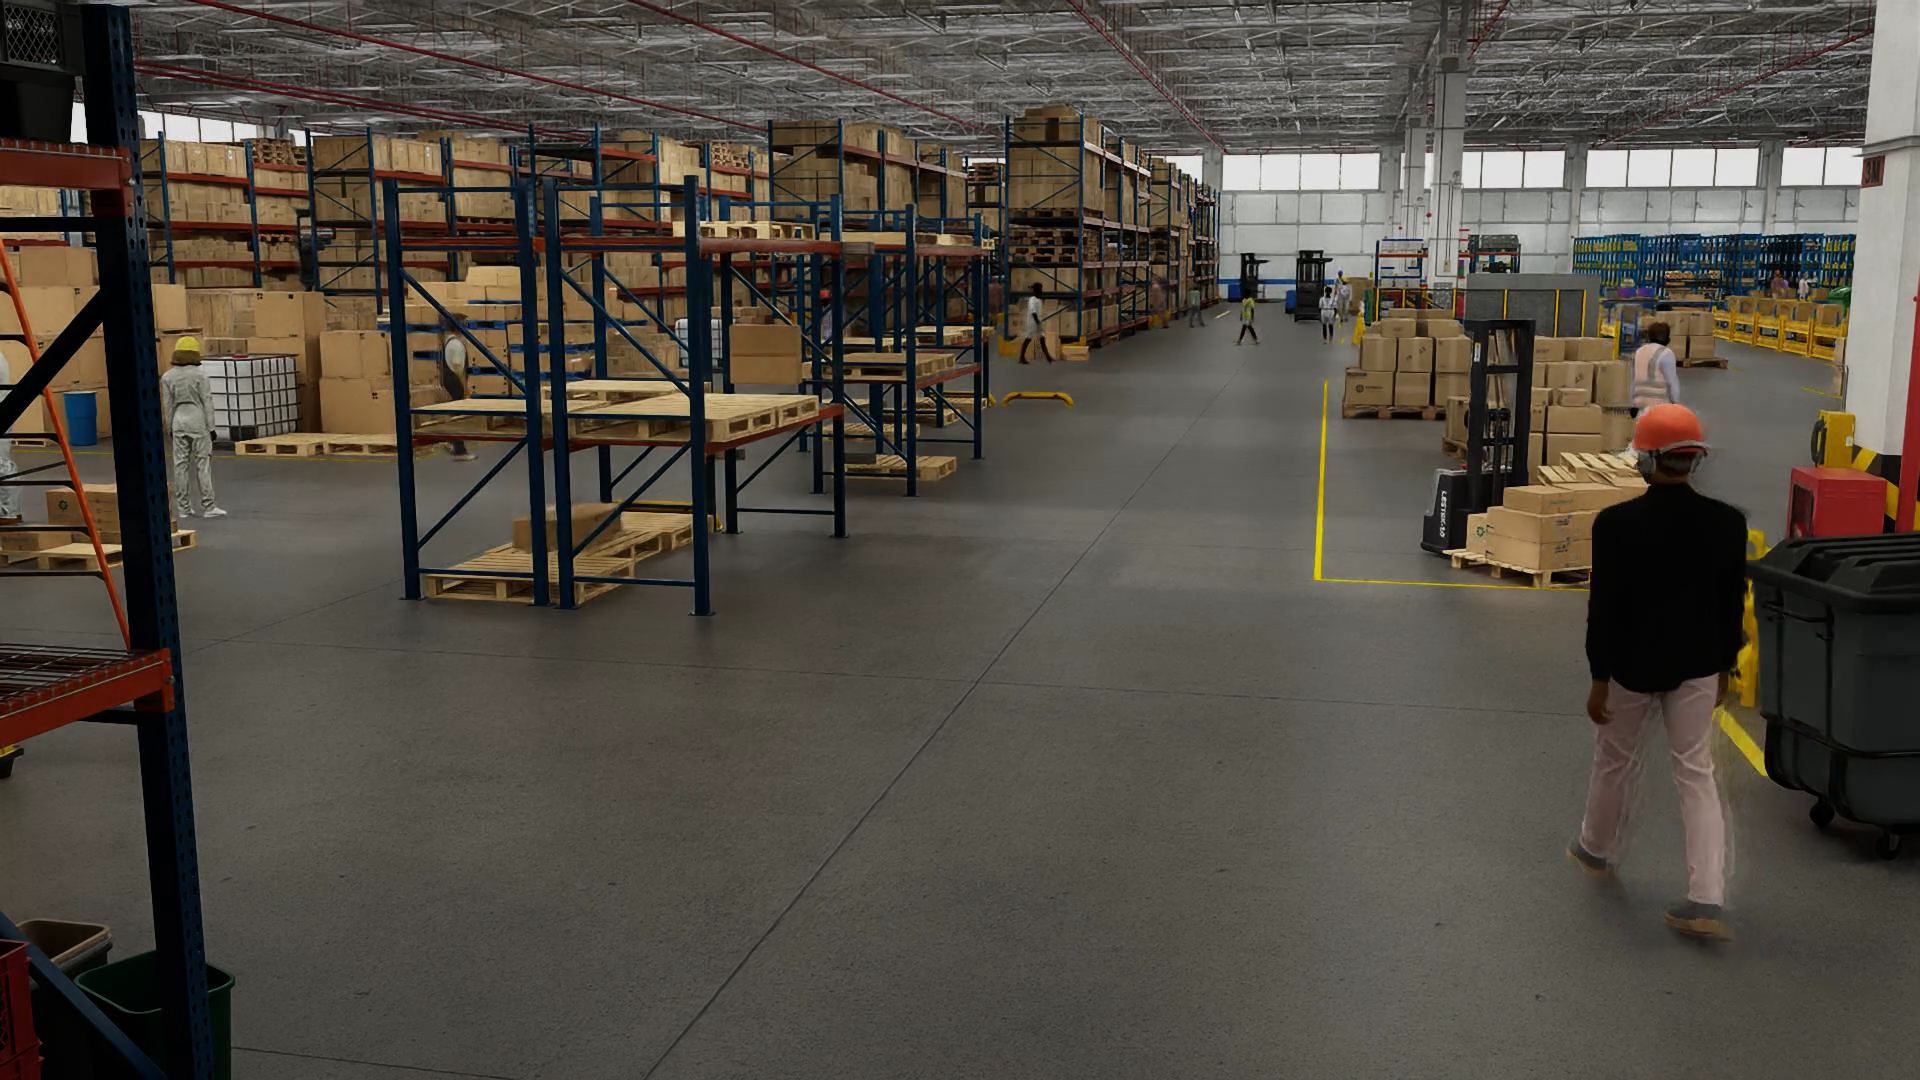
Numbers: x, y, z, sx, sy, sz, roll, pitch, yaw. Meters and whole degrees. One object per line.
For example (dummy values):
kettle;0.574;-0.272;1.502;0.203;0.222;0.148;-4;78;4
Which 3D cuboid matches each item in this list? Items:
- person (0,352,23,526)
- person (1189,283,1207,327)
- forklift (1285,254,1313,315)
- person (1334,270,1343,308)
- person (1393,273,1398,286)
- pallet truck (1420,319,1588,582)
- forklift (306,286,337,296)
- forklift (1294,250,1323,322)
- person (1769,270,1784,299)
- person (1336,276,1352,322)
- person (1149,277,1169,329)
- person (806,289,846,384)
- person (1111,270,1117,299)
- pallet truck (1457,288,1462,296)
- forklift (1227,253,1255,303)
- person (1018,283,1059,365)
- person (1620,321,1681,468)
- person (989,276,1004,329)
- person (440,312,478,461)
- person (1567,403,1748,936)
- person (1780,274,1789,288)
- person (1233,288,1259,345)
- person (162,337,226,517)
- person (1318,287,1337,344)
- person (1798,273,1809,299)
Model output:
person;-8.931;-1.070;15.371;0.367;1.932;0.623;-4;11;-25
person;8.644;-8.522;60.469;0.804;1.593;0.502;-6;11;-32
forklift;15.446;-11.421;73.838;1.873;2.768;1.129;2;10;12
person;18.267;-12.000;80.058;0.612;1.938;0.419;-6;11;-32
person;23.095;-13.295;88.331;0.485;1.734;0.348;-6;11;-31
pallet truck;4.543;-0.757;13.299;0.823;1.965;1.885;-4;10;-22
forklift;-19.834;-7.671;51.631;1.129;2.768;1.873;-3;10;-18
forklift;13.778;-10.002;65.433;1.129;2.768;1.873;2;10;12
person;36.147;-10.949;73.654;0.608;1.996;0.381;-2;10;-14
person;15.097;-9.444;65.334;0.622;1.788;0.922;1;10;7
person;7.026;-8.477;59.465;1.019;1.854;0.685;3;10;20
person;-2.615;-4.026;33.019;1.051;1.882;0.558;1;10;7
person;8.553;-13.927;91.619;0.662;1.884;0.714;1;10;3
pallet truck;20.506;-9.785;68.819;0.653;1.274;1.630;2;10;12
forklift;15.928;-14.569;92.481;1.873;2.768;1.129;9;13;44
person;1.816;-5.046;38.912;1.030;1.910;0.613;5;11;26
person;7.591;-1.498;18.274;0.908;1.806;0.623;-1;10;-6
person;1.199;-8.406;58.948;0.691;1.867;0.717;-1;10;-5
person;-6.110;-1.867;20.362;0.400;1.829;0.545;-5;11;-28
person;2.654;0.461;6.274;0.632;1.947;1.052;0;10;-1
person;36.577;-10.935;74.073;0.594;1.823;0.439;4;10;22
person;8.315;-6.458;48.107;0.902;1.644;0.532;-3;10;-17
person;-7.377;-1.080;15.987;0.484;1.736;0.308;1;10;6
person;10.723;-6.554;48.580;0.540;1.683;0.484;3;10;17
person;35.384;-10.245;69.772;0.406;1.902;0.639;6;11;32
